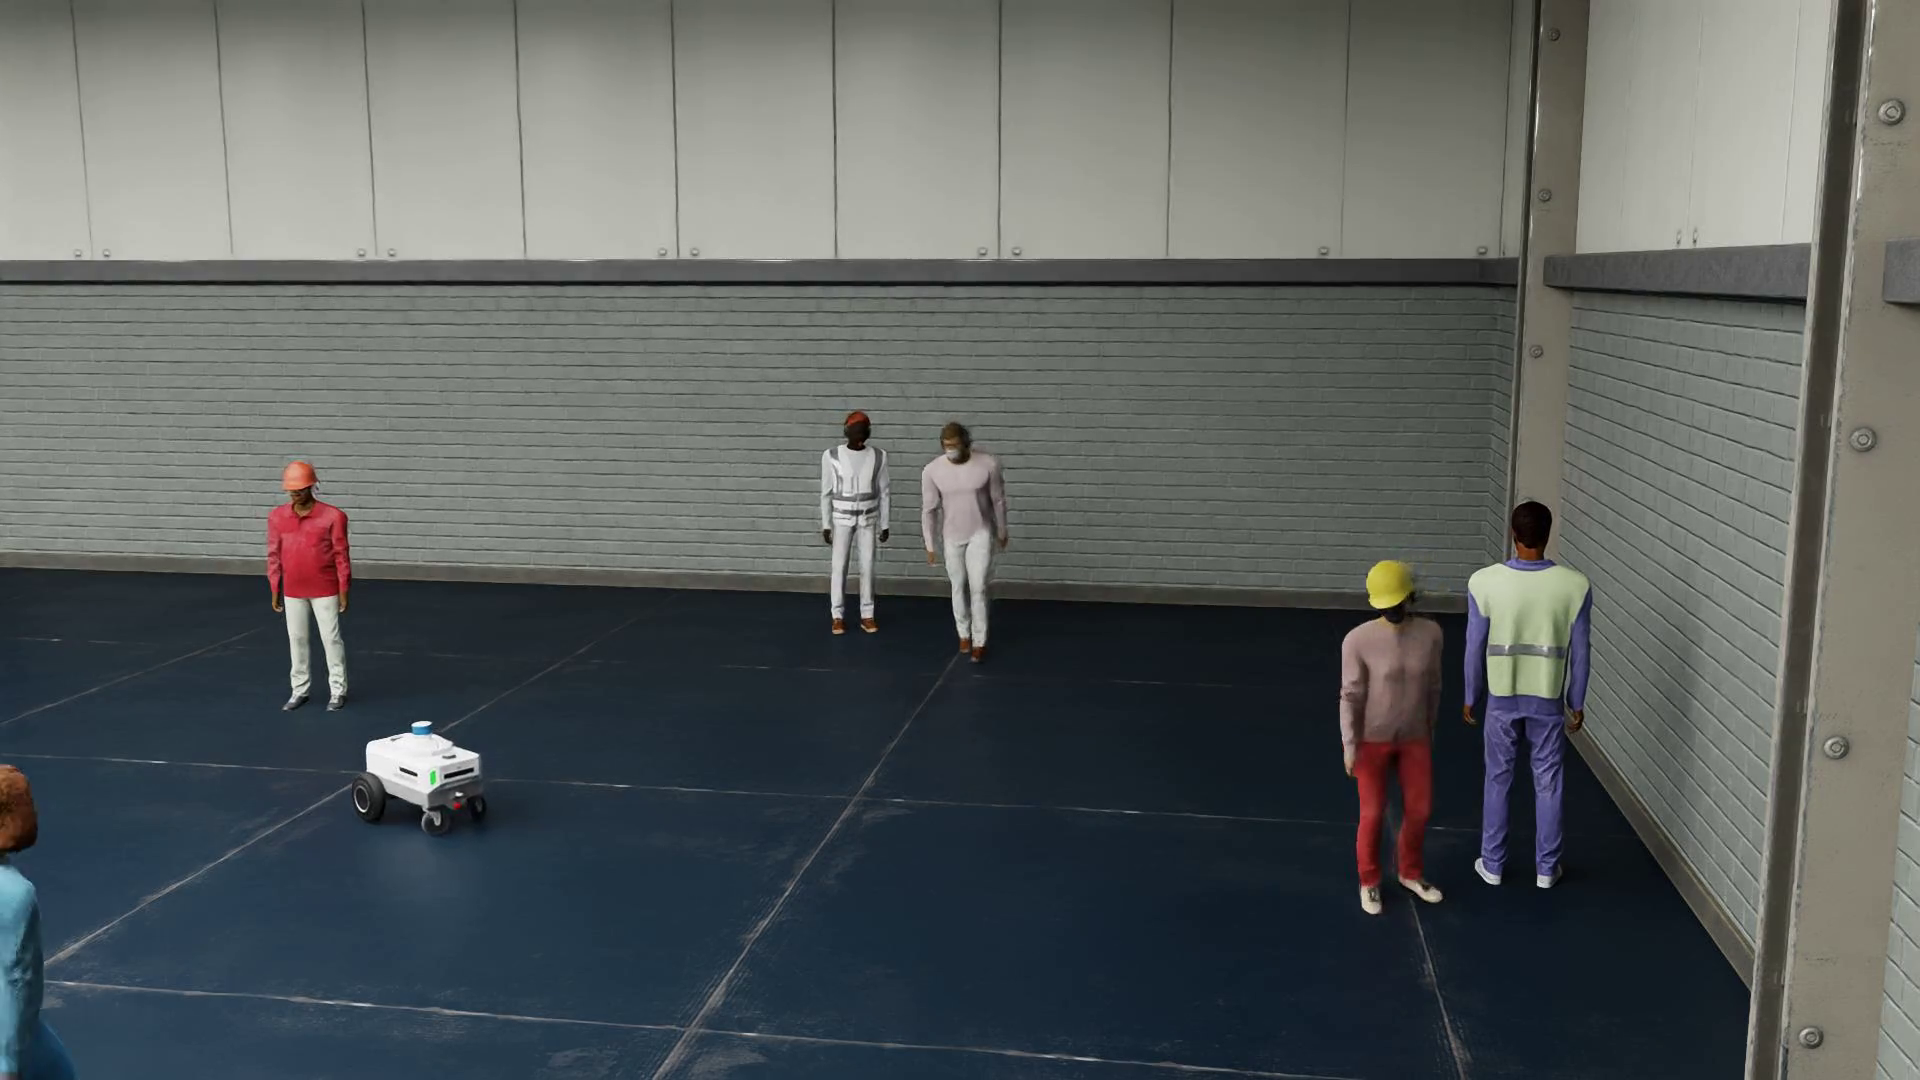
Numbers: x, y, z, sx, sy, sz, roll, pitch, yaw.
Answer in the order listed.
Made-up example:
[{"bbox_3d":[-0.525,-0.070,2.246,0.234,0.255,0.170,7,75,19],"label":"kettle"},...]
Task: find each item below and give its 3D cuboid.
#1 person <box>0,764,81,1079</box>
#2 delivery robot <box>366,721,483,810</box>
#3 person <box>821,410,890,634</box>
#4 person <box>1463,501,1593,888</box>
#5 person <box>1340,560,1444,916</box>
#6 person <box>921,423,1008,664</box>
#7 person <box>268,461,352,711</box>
[{"bbox_3d":[-2.861,1.445,4.985,0.505,1.584,0.871,5,11,29],"label":"person"},{"bbox_3d":[-2.941,1.241,9.125,0.707,0.478,0.477,8,12,40],"label":"delivery robot"},{"bbox_3d":[-0.872,-0.147,13.924,0.586,1.878,0.357,-2,10,-15],"label":"person"},{"bbox_3d":[2.775,0.765,8.172,0.588,1.914,0.392,2,10,14],"label":"person"},{"bbox_3d":[2.003,0.925,7.753,0.549,1.723,0.452,-2,9,-13],"label":"person"},{"bbox_3d":[0.031,0.012,12.949,0.656,1.869,0.887,1,9,6],"label":"person"},{"bbox_3d":[-4.481,0.319,11.444,0.571,1.743,0.351,0,9,2],"label":"person"}]
